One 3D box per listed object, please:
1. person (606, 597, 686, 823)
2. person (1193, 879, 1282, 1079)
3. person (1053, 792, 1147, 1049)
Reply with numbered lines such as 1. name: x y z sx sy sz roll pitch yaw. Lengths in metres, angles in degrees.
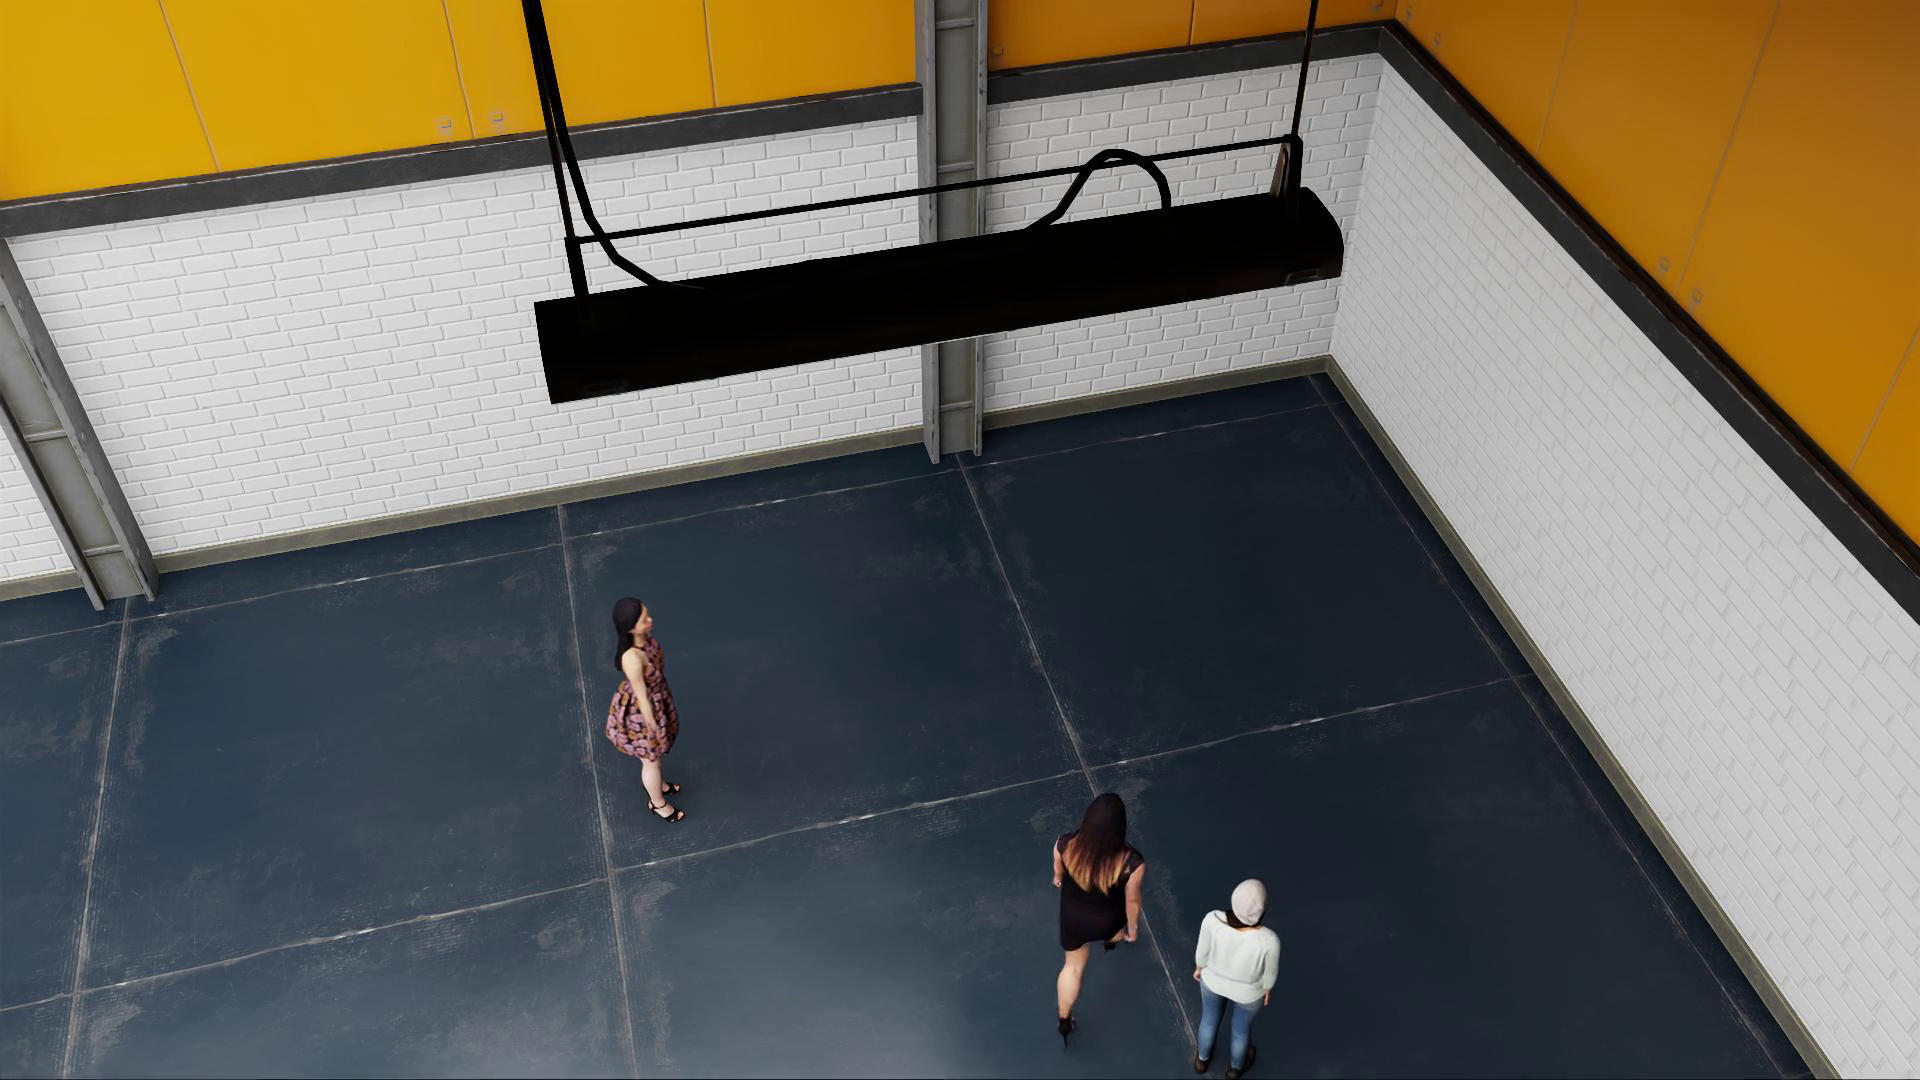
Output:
1. person: -1.826 0.986 9.741 0.693 1.774 0.687 -6 44 -6
2. person: 1.402 2.251 8.507 0.620 1.644 0.699 17 46 17
3. person: 0.675 2.022 8.730 1.127 1.667 1.084 12 45 13
